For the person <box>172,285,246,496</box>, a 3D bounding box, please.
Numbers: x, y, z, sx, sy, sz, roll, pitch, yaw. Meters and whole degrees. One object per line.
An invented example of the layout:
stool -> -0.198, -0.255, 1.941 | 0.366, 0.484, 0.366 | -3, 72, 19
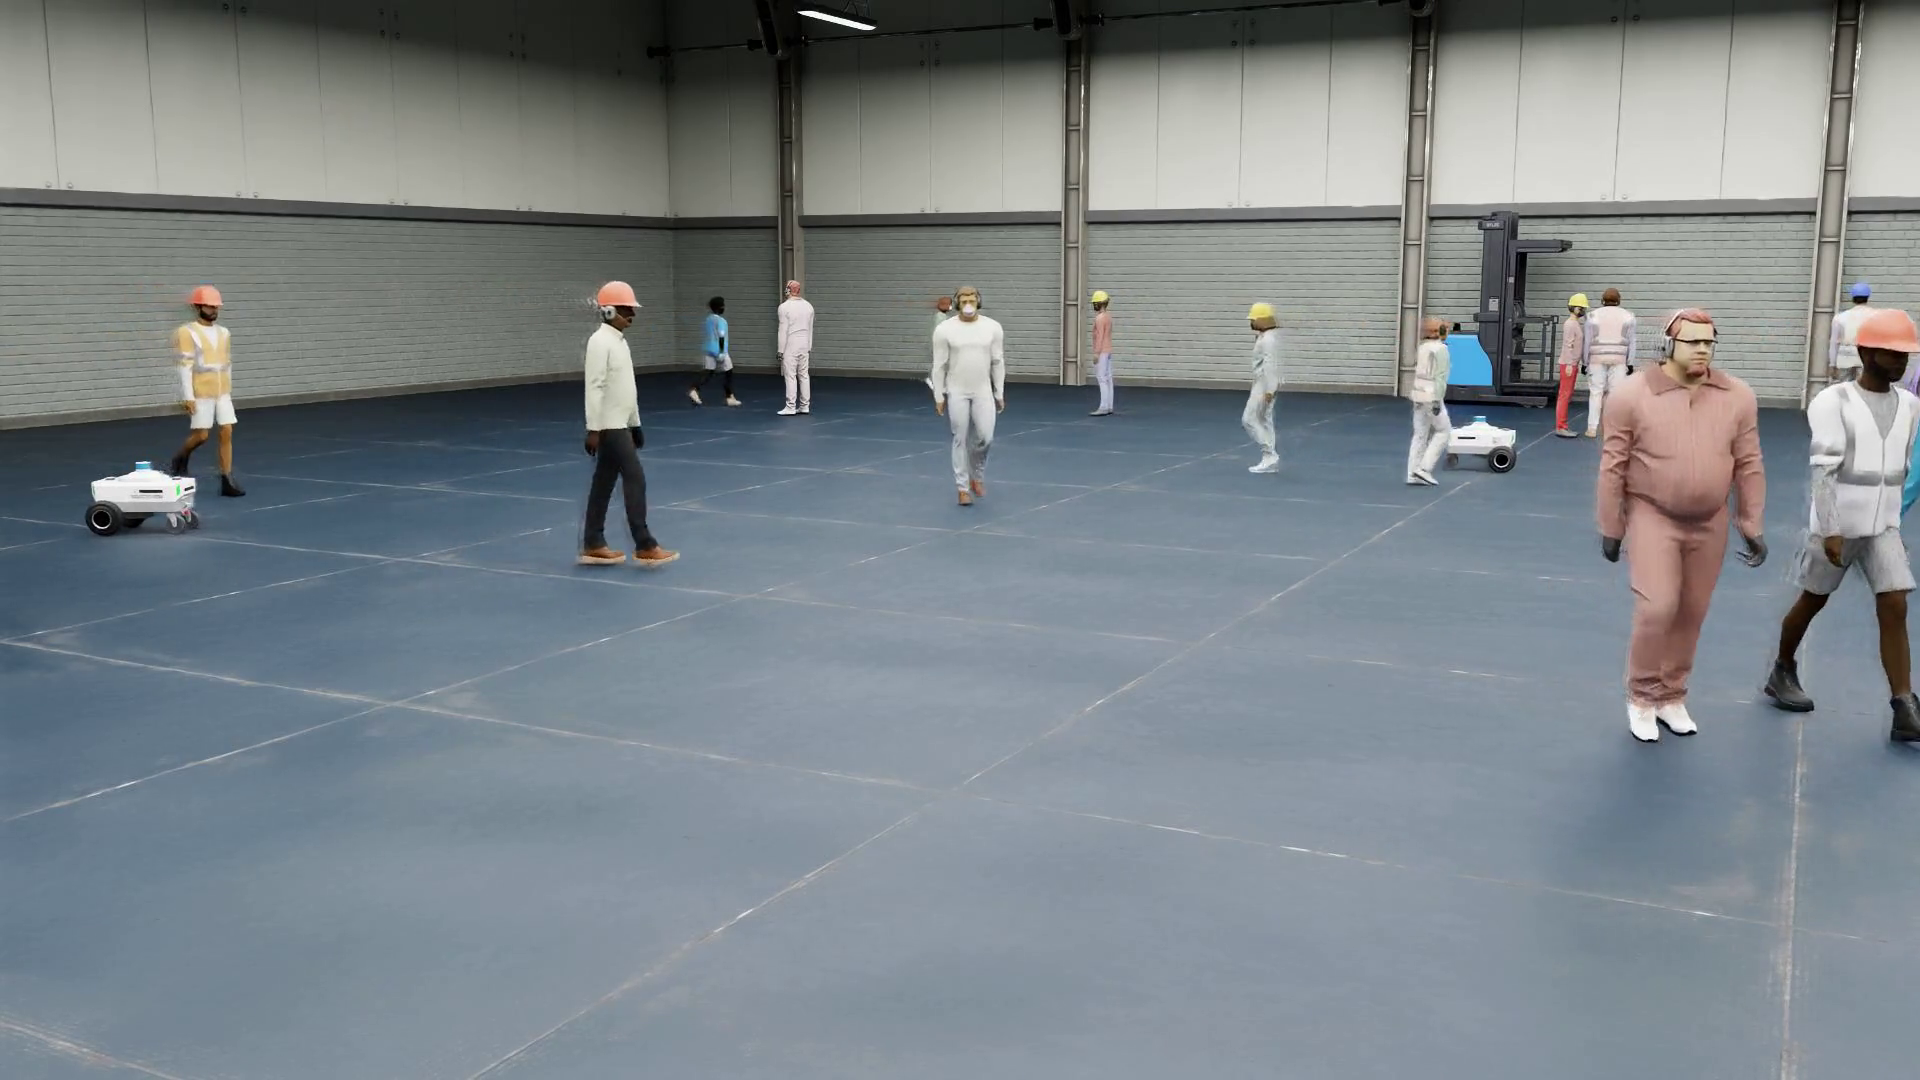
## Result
person -> -6.912, -1.368, 15.226 | 0.721, 1.922, 0.556 | 5, 10, 28

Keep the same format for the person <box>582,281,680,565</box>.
person -> -2.278, -0.799, 11.553 | 0.850, 1.964, 0.654 | 0, 9, 1

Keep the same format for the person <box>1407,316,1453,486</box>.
person -> 4.458, -1.313, 15.809 | 0.403, 1.610, 0.534 | -2, 9, -10

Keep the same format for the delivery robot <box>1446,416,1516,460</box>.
delivery robot -> 5.388, -1.041, 17.253 | 0.707, 0.478, 0.477 | 3, 10, 19

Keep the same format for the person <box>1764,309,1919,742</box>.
person -> 4.027, -0.085, 7.451 | 0.549, 1.888, 1.015 | -1, 9, -6

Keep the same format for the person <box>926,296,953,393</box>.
person -> -0.296, -3.278, 27.930 | 0.388, 1.623, 0.512 | 2, 9, 14

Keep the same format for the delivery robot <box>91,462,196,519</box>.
delivery robot -> -6.447, -0.377, 13.152 | 0.707, 0.478, 0.477 | 0, 9, -2

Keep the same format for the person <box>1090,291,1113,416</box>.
person -> 1.997, -2.649, 23.607 | 0.330, 1.765, 0.533 | 4, 10, 23

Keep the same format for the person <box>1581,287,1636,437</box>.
person -> 8.007, -2.194, 20.565 | 0.633, 1.841, 0.429 | 3, 10, 15

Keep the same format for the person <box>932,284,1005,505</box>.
person -> 0.075, -1.265, 14.565 | 0.660, 1.924, 0.444 | -1, 9, -8

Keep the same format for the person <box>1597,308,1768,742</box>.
person -> 3.155, -0.055, 7.248 | 0.657, 1.887, 0.614 | 0, 9, -1

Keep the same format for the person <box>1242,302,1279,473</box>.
person -> 3.063, -1.543, 16.893 | 0.399, 1.724, 0.493 | 2, 9, 12

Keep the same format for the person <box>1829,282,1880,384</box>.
person -> 10.775, -2.141, 20.015 | 0.614, 1.919, 0.853 | 8, 12, 42

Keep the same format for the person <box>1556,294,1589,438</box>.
person -> 7.580, -2.159, 20.583 | 0.329, 1.765, 0.526 | 5, 10, 28

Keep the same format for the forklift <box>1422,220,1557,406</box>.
forklift -> 8.245, -3.527, 25.720 | 1.873, 2.768, 1.129 | 5, 10, 27

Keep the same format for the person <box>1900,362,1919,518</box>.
person -> 6.643, -0.664, 11.287 | 0.587, 1.794, 0.993 | -9, 13, -43

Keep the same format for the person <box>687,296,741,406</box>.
person -> -3.734, -2.851, 25.152 | 0.798, 1.670, 0.536 | -7, 11, -36

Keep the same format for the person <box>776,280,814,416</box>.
person -> -2.373, -2.730, 23.666 | 0.409, 1.907, 0.651 | 7, 12, 39
